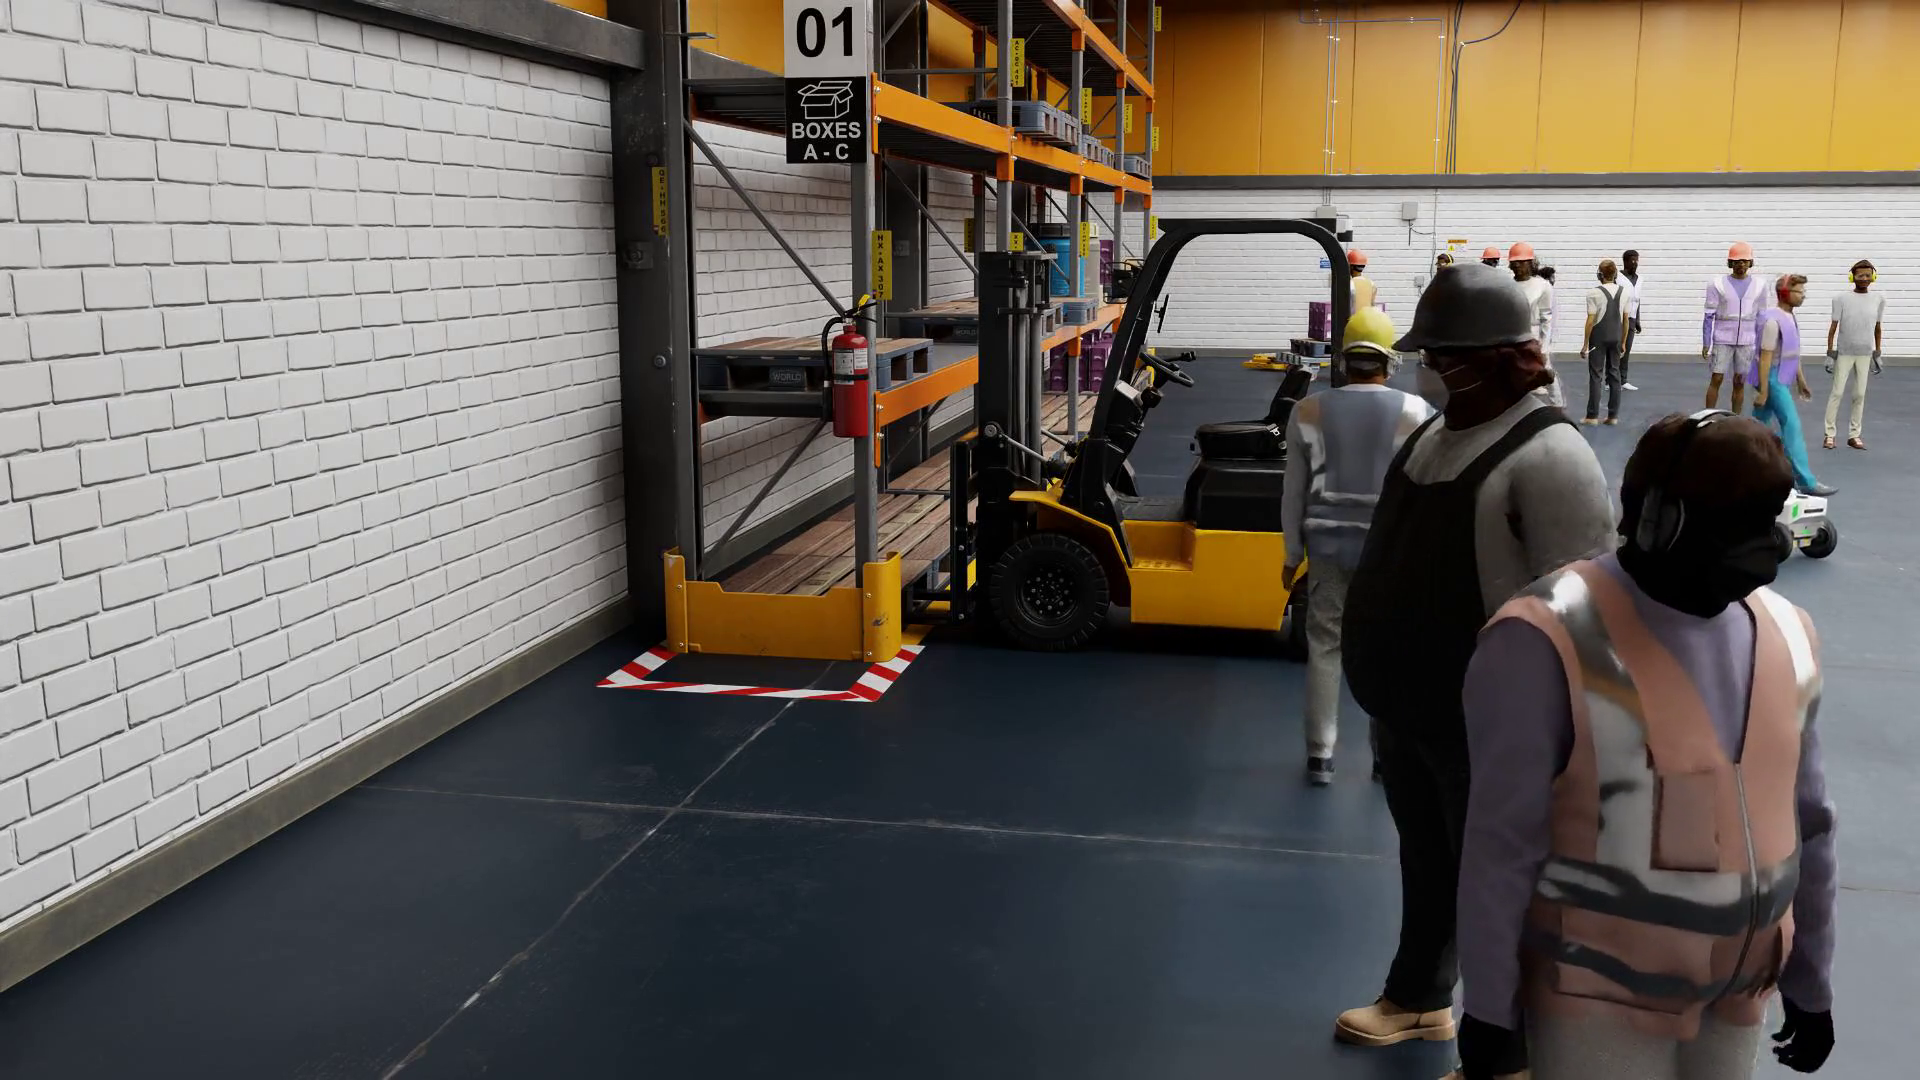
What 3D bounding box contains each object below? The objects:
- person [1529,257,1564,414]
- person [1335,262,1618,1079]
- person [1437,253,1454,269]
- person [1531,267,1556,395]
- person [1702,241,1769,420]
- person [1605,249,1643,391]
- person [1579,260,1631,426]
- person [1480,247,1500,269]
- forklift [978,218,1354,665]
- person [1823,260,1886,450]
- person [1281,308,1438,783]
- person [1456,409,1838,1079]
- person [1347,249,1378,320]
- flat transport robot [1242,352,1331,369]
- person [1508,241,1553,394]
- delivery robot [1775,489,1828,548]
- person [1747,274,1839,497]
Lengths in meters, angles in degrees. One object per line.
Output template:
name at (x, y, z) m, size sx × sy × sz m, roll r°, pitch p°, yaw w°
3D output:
person at (6.716, -2.426, 19.694) m, size 1.035 × 1.873 × 0.644 m, roll 5°, pitch 11°, yaw 24°
person at (1.179, 0.354, 4.006) m, size 0.536 × 2.000 × 0.688 m, roll -3°, pitch 11°, yaw -16°
person at (6.503, -2.911, 22.371) m, size 0.332 × 1.872 × 0.514 m, roll -5°, pitch 12°, yaw -28°
person at (7.738, -2.773, 22.087) m, size 0.318 × 1.698 × 0.534 m, roll 4°, pitch 11°, yaw 23°
person at (8.065, -2.076, 17.320) m, size 0.615 × 2.041 × 0.391 m, roll 2°, pitch 10°, yaw 9°
person at (9.057, -2.994, 22.693) m, size 0.593 × 1.920 × 0.391 m, roll -6°, pitch 12°, yaw -29°
person at (7.132, -2.172, 18.409) m, size 0.505 × 1.840 × 0.346 m, roll -1°, pitch 10°, yaw -6°
person at (7.982, -3.443, 25.104) m, size 0.364 × 1.935 × 0.553 m, roll 2°, pitch 11°, yaw 13°
forklift at (1.285, -0.567, 8.635) m, size 2.313 × 2.155 × 1.214 m, roll 2°, pitch 11°, yaw 11°
person at (8.822, -1.820, 16.399) m, size 0.534 × 1.868 × 0.309 m, roll 2°, pitch 10°, yaw 9°
person at (1.527, 0.044, 6.346) m, size 0.604 × 1.837 × 0.485 m, roll 4°, pitch 11°, yaw 20°
person at (1.099, 0.704, 2.650) m, size 0.660 × 1.831 × 0.436 m, roll -4°, pitch 11°, yaw -21°
person at (4.708, -2.493, 19.884) m, size 0.545 × 1.942 × 0.349 m, roll -6°, pitch 12°, yaw -30°
flat transport robot at (5.238, -2.873, 26.551) m, size 1.431 × 0.197 × 0.652 m, roll -8°, pitch 13°, yaw -38°
person at (5.513, -1.918, 16.452) m, size 0.609 × 2.044 × 0.394 m, roll 6°, pitch 12°, yaw 30°
delivery robot at (5.298, -0.213, 10.930) m, size 0.477 × 0.478 × 0.707 m, roll -5°, pitch 11°, yaw -25°
person at (6.656, -1.256, 13.510) m, size 0.962 × 1.797 × 0.592 m, roll 7°, pitch 12°, yaw 33°
